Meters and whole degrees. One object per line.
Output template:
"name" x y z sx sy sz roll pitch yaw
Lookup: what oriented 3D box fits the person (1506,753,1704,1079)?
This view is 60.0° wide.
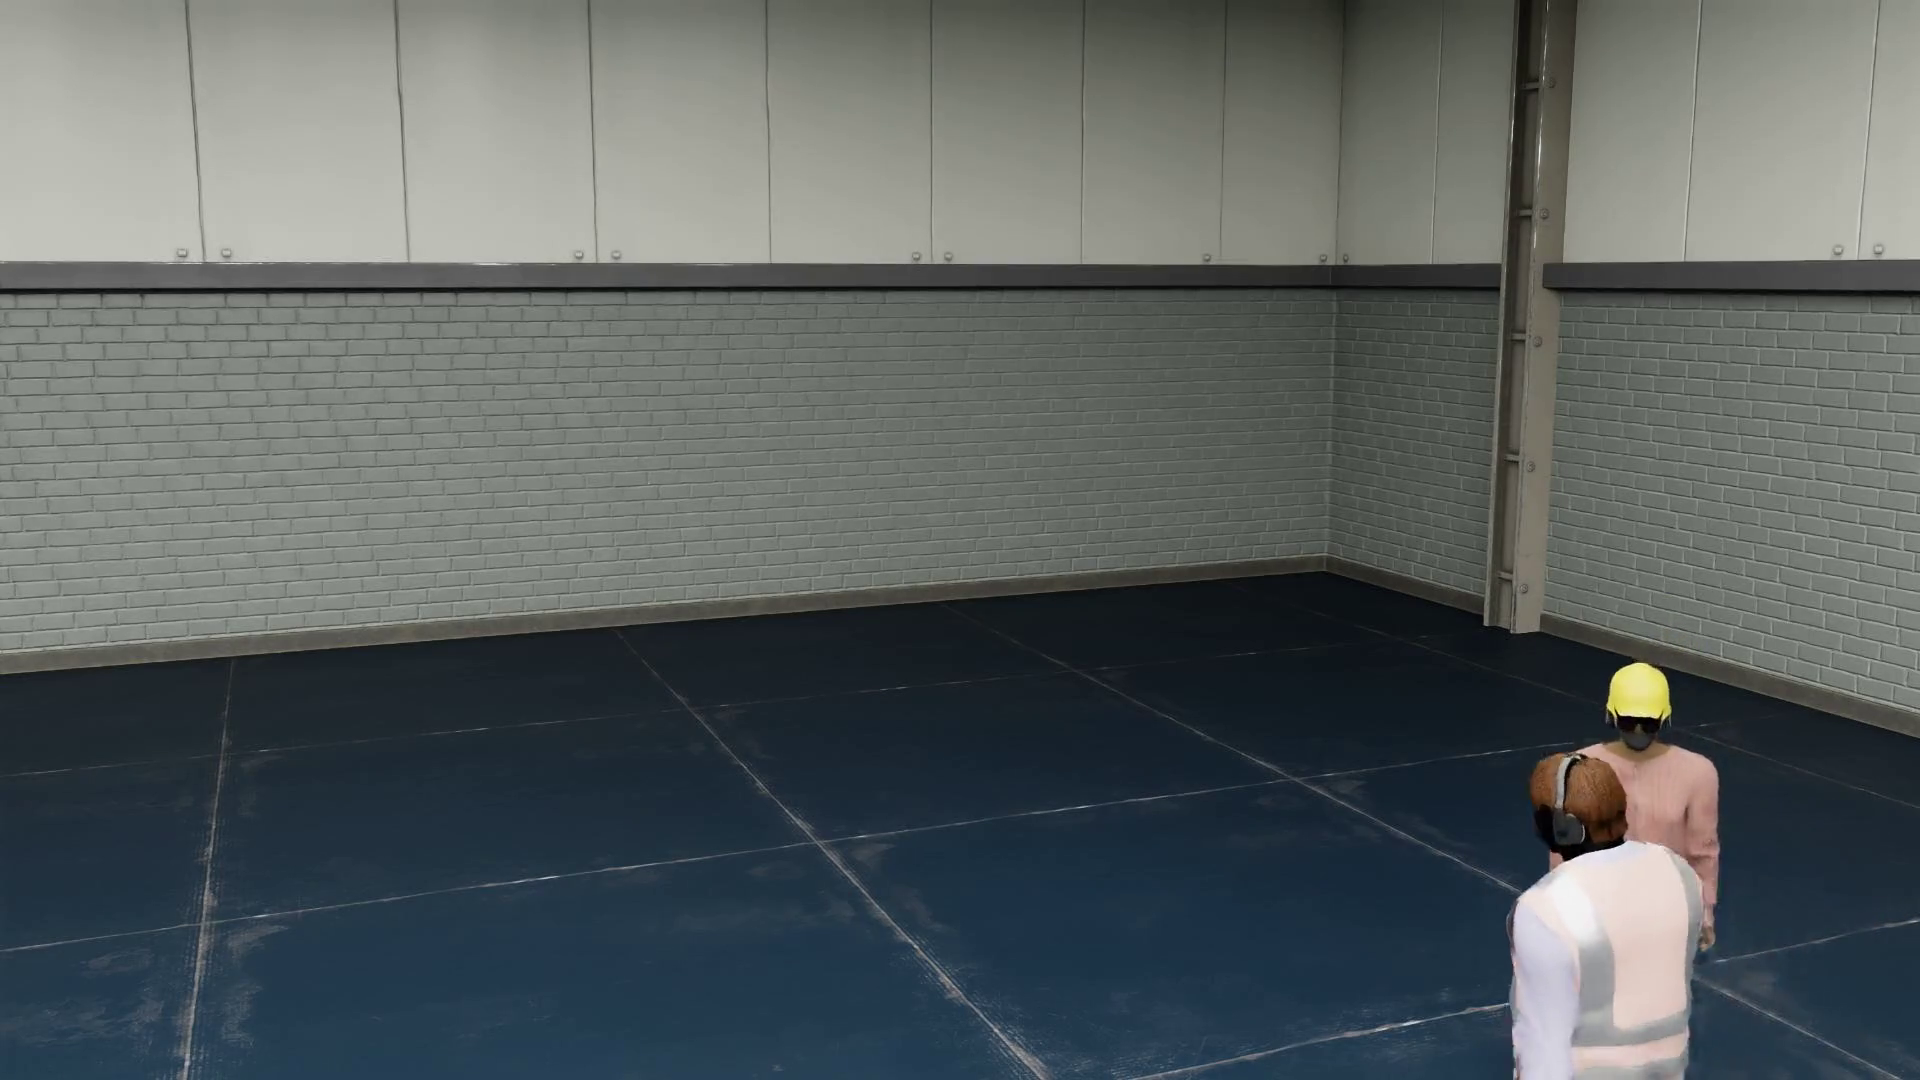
"person" 1.738 1.468 4.282 0.644 1.811 0.814 -4 10 -25

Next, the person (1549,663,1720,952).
"person" 2.316 1.253 5.756 0.550 1.745 0.477 3 9 16
